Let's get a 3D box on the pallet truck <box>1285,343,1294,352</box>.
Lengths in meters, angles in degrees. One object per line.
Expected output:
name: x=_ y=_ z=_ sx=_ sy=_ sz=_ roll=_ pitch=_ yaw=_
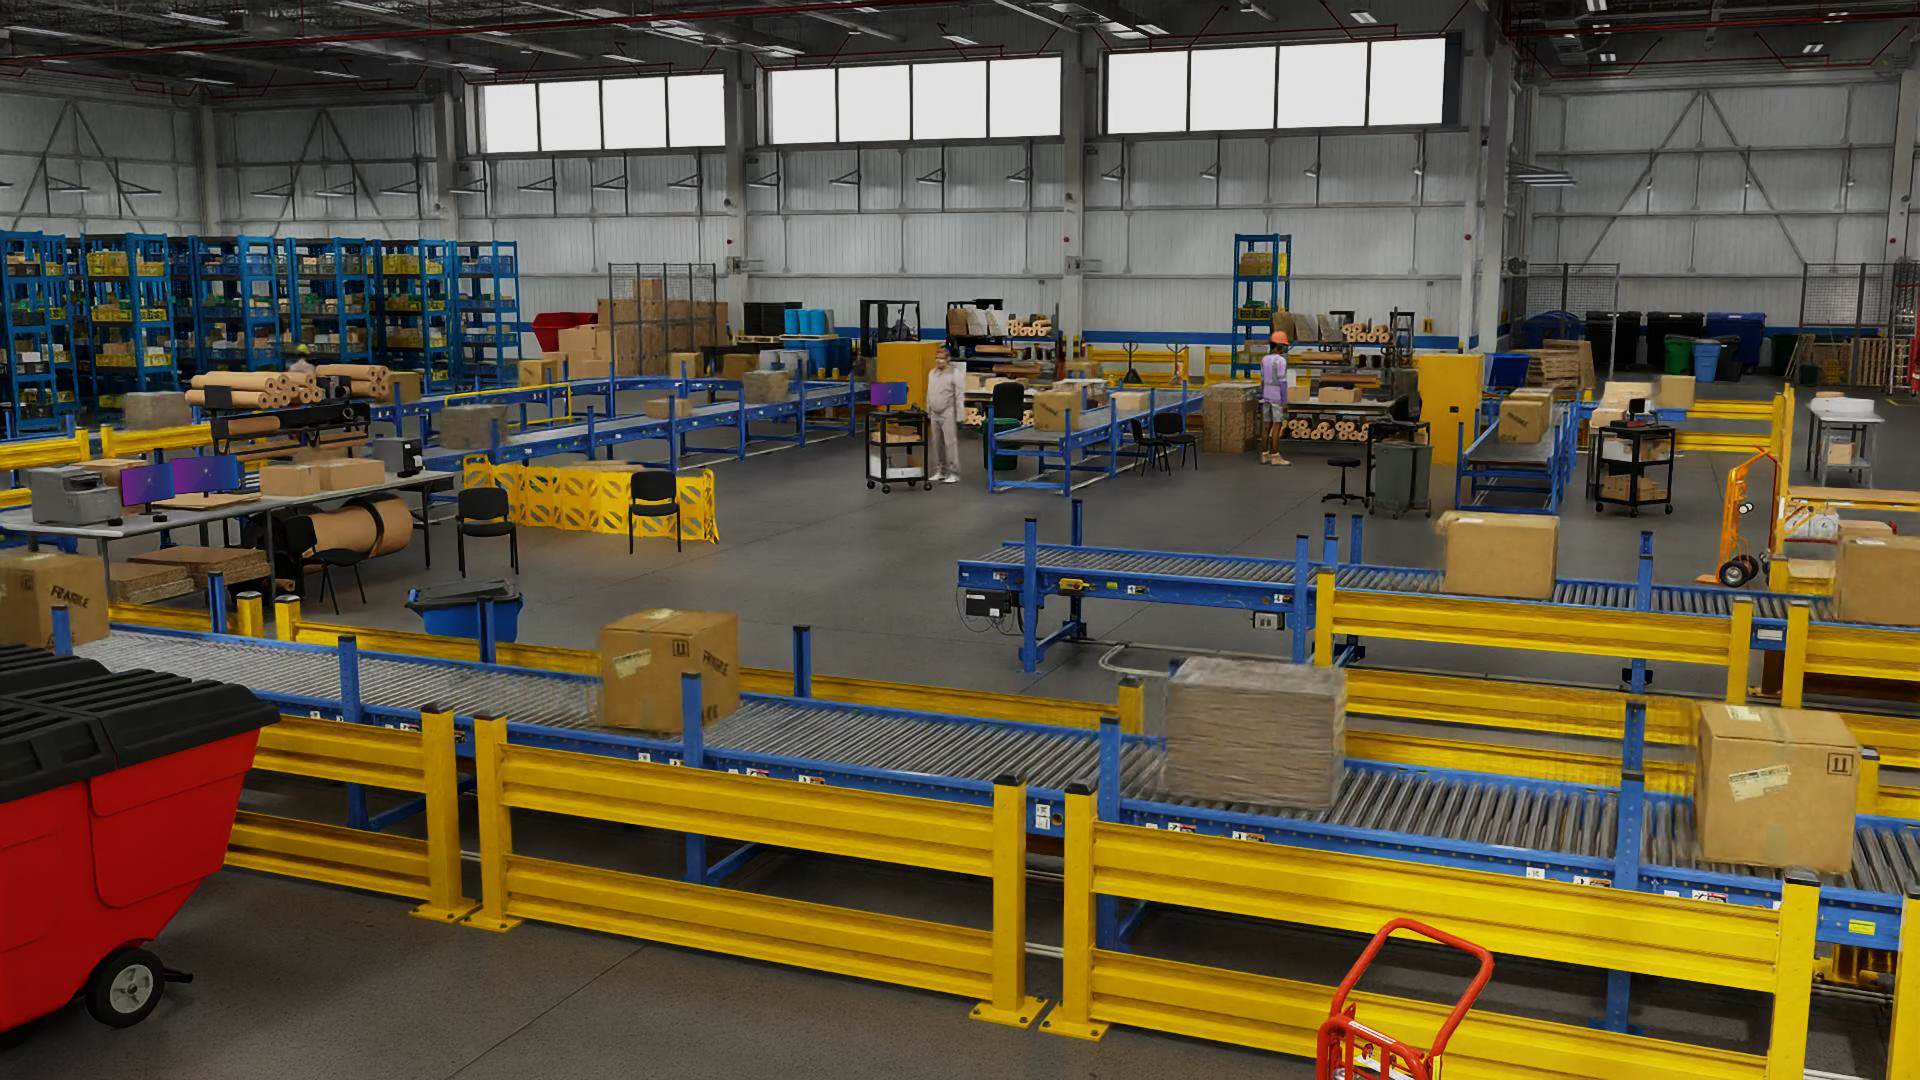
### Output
pallet truck: x=7.886 y=-4.163 z=39.743 sx=0.653 sy=1.274 sz=1.630 roll=4 pitch=10 yaw=22

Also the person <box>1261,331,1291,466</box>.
person: x=4.793 y=-2.139 z=25.233 sx=0.366 sy=2.047 sz=0.608 roll=-4 pitch=10 yaw=-22

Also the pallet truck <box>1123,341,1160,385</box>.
pallet truck: x=4.445 y=-4.380 z=41.279 sx=0.680 sy=1.201 sz=1.601 roll=4 pitch=10 yaw=22

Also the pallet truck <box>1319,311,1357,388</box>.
pallet truck: x=9.071 y=-4.419 z=39.190 sx=0.823 sy=1.965 sz=1.885 roll=5 pitch=10 yaw=26

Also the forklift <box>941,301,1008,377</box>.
forklift: x=0.365 y=-4.966 z=41.571 sx=1.157 sy=1.987 sz=2.680 roll=3 pitch=10 yaw=20

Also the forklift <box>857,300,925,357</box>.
forklift: x=-1.732 y=-5.109 z=42.468 sx=1.157 sy=1.987 sz=2.680 roll=4 pitch=10 yaw=22

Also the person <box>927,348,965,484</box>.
person: x=-0.232 y=-1.742 z=23.295 sx=0.401 sy=1.897 sz=0.650 roll=-9 pitch=13 yaw=-42

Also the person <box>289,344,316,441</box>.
person: x=-10.941 y=-2.408 z=27.869 sx=0.538 sy=1.715 sz=0.928 roll=4 pitch=10 yaw=24

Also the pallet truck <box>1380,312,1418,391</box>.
pallet truck: x=10.207 y=-4.283 z=38.369 sx=0.823 sy=1.965 sz=1.885 roll=3 pitch=10 yaw=20

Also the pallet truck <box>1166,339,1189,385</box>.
pallet truck: x=5.418 y=-4.269 z=40.420 sx=0.704 sy=1.261 sz=1.522 roll=3 pitch=10 yaw=20
